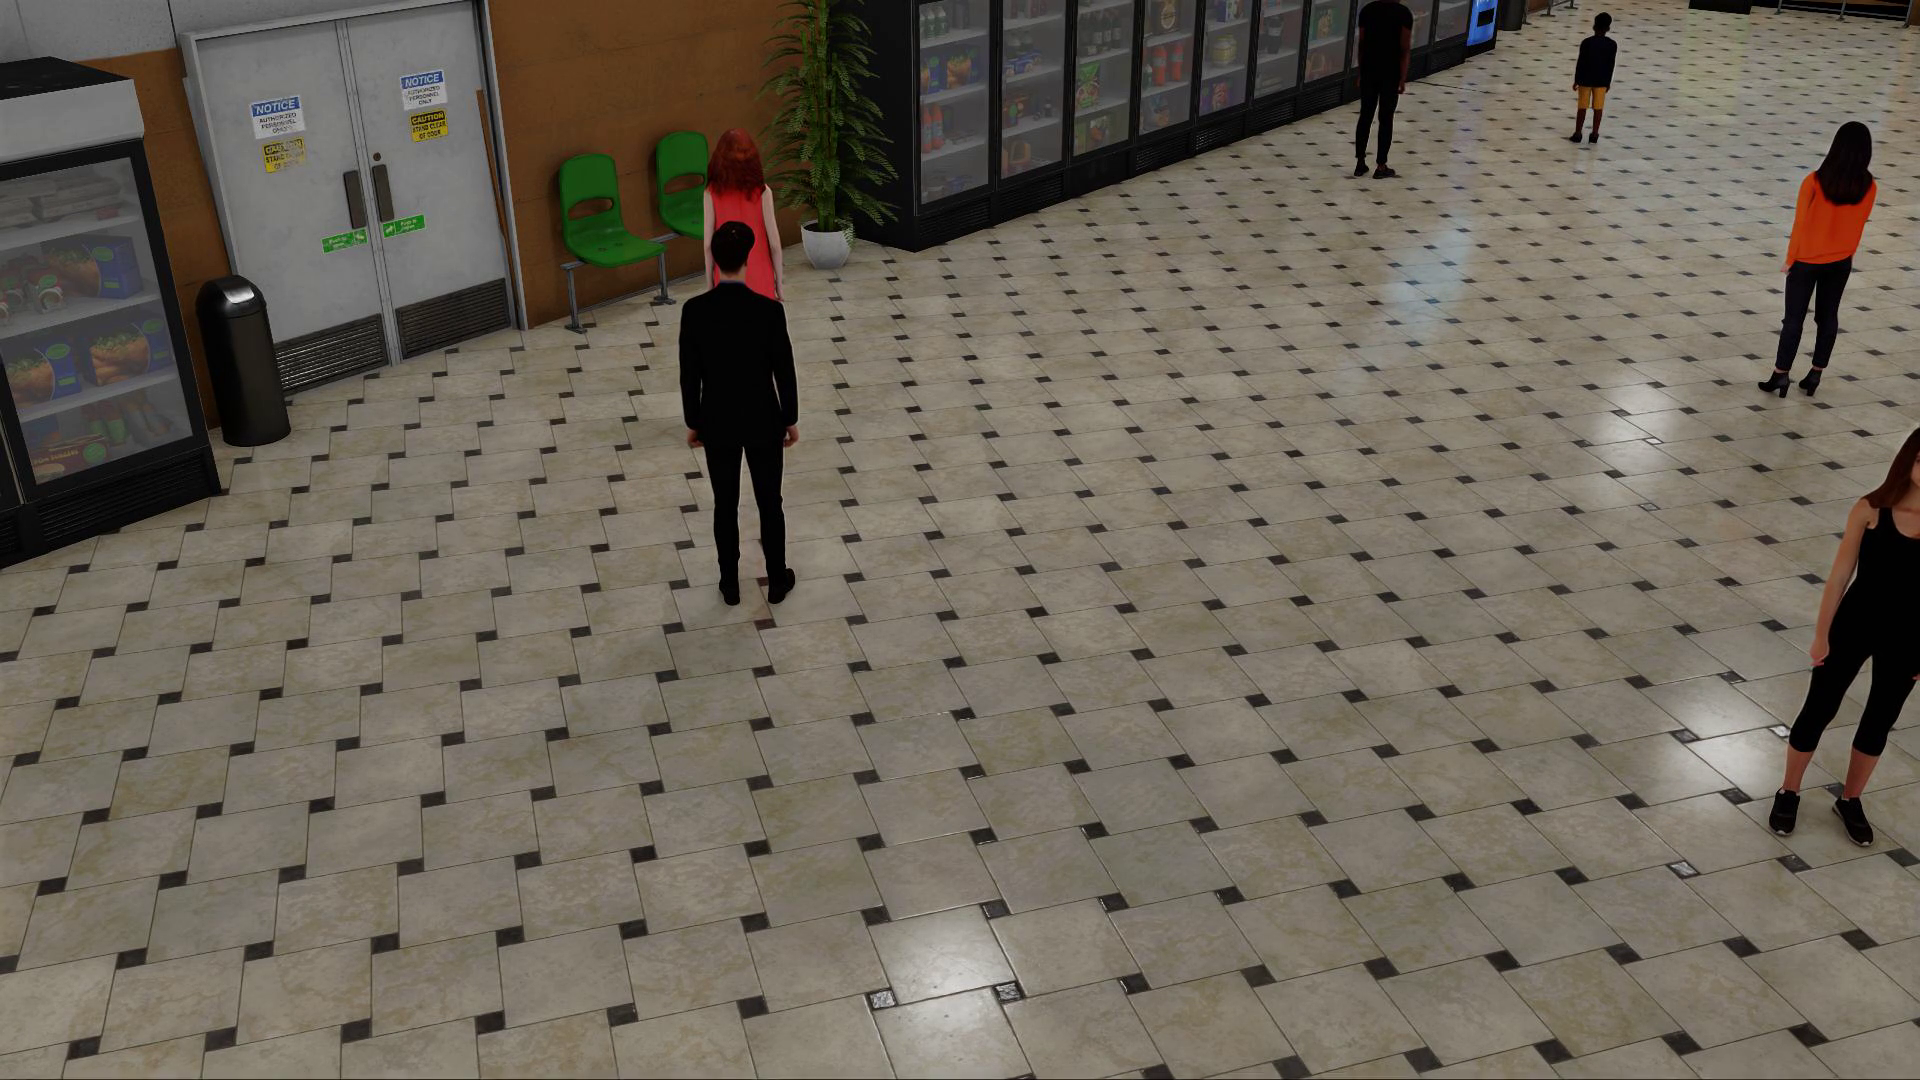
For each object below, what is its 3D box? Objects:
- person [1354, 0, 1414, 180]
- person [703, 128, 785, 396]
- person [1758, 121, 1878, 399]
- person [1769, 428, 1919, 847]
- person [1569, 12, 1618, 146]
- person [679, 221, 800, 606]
[{"bbox_3d":[3.849,-4.245,15.222,0.490,1.819,0.719,20,33,34],"label":"person"},{"bbox_3d":[-1.279,-1.513,9.827,0.655,1.826,0.738,0,27,1],"label":"person"},{"bbox_3d":[5.361,-1.732,10.345,0.698,1.749,0.763,-2,27,-3],"label":"person"},{"bbox_3d":[3.445,0.358,6.248,0.582,1.726,0.702,7,28,13],"label":"person"},{"bbox_3d":[6.273,-4.568,16.464,0.586,1.271,0.664,5,27,9],"label":"person"},{"bbox_3d":[-1.043,-0.575,7.906,0.766,1.890,0.840,-1,27,-2],"label":"person"}]
